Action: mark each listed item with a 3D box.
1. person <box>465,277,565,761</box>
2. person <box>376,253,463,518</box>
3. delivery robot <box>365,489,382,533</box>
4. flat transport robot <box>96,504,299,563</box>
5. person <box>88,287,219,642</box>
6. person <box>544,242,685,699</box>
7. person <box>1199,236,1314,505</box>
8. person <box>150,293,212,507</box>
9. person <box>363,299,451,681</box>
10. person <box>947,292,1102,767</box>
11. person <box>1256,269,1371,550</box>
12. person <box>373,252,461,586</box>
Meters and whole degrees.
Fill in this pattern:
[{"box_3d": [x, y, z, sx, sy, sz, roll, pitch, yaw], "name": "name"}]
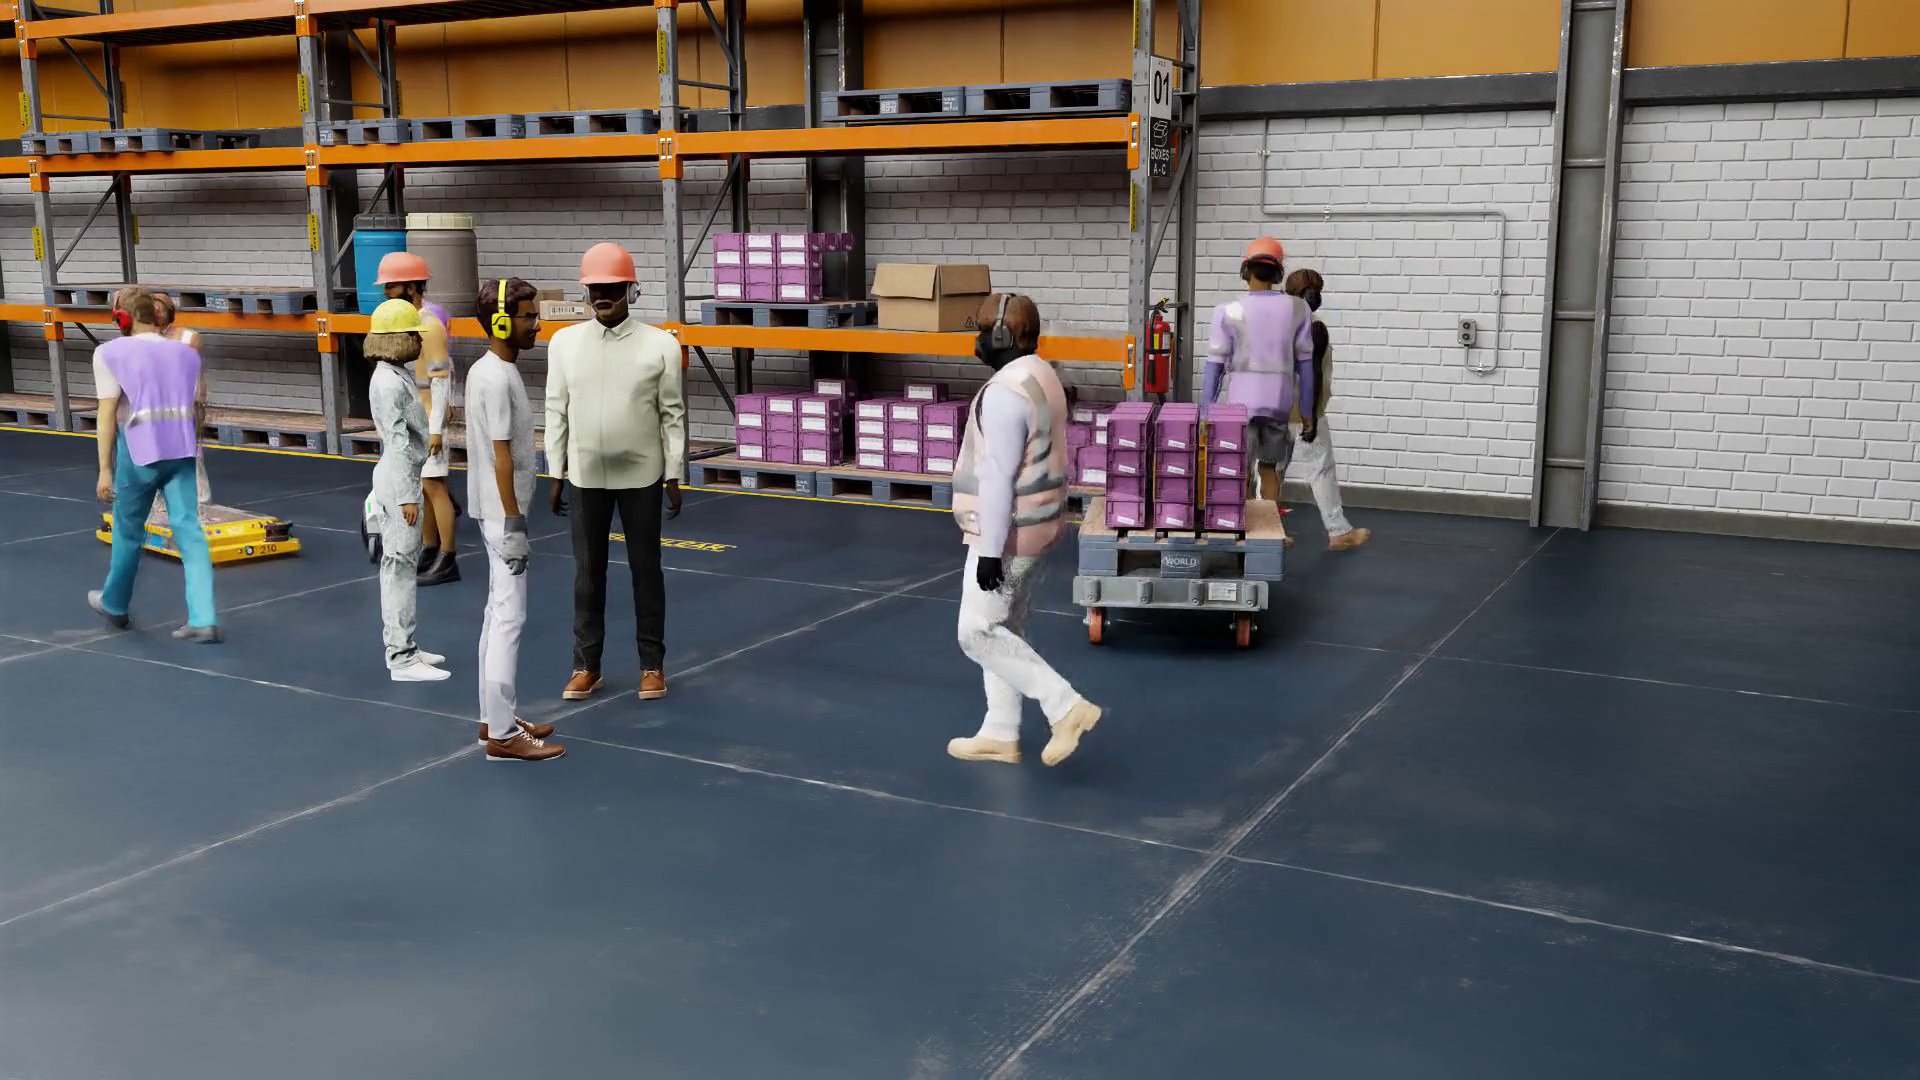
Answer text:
[{"box_3d": [-1.757, -0.079, 6.477, 0.310, 1.868, 0.532, -4, 11, -20], "name": "person"}, {"box_3d": [-3.667, -0.960, 11.177, 0.574, 1.914, 0.431, 7, 13, 34], "name": "person"}, {"box_3d": [-3.593, -0.229, 10.630, 0.477, 0.478, 0.707, -3, 10, -14], "name": "delivery robot"}, {"box_3d": [-4.948, -0.060, 10.755, 1.431, 0.197, 0.652, 9, 13, 39], "name": "flat transport robot"}, {"box_3d": [-4.121, -0.380, 8.404, 0.997, 1.764, 0.650, 7, 13, 35], "name": "person"}, {"box_3d": [-1.508, -0.288, 7.270, 0.610, 1.996, 0.378, 0, 10, -1], "name": "person"}, {"box_3d": [1.764, -0.791, 9.960, 0.725, 2.024, 0.476, -1, 10, -8], "name": "person"}, {"box_3d": [-5.670, -0.951, 11.933, 0.513, 1.630, 0.321, -3, 11, -16], "name": "person"}, {"box_3d": [-2.543, -0.228, 7.638, 0.294, 1.744, 0.487, -4, 11, -20], "name": "person"}, {"box_3d": [0.227, -0.015, 6.253, 0.528, 1.820, 0.637, 3, 11, 15], "name": "person"}, {"box_3d": [2.285, -0.827, 10.733, 0.808, 1.812, 0.656, -4, 11, -20], "name": "person"}, {"box_3d": [-3.169, -0.697, 9.679, 0.373, 1.934, 0.551, -8, 13, -38], "name": "person"}]
